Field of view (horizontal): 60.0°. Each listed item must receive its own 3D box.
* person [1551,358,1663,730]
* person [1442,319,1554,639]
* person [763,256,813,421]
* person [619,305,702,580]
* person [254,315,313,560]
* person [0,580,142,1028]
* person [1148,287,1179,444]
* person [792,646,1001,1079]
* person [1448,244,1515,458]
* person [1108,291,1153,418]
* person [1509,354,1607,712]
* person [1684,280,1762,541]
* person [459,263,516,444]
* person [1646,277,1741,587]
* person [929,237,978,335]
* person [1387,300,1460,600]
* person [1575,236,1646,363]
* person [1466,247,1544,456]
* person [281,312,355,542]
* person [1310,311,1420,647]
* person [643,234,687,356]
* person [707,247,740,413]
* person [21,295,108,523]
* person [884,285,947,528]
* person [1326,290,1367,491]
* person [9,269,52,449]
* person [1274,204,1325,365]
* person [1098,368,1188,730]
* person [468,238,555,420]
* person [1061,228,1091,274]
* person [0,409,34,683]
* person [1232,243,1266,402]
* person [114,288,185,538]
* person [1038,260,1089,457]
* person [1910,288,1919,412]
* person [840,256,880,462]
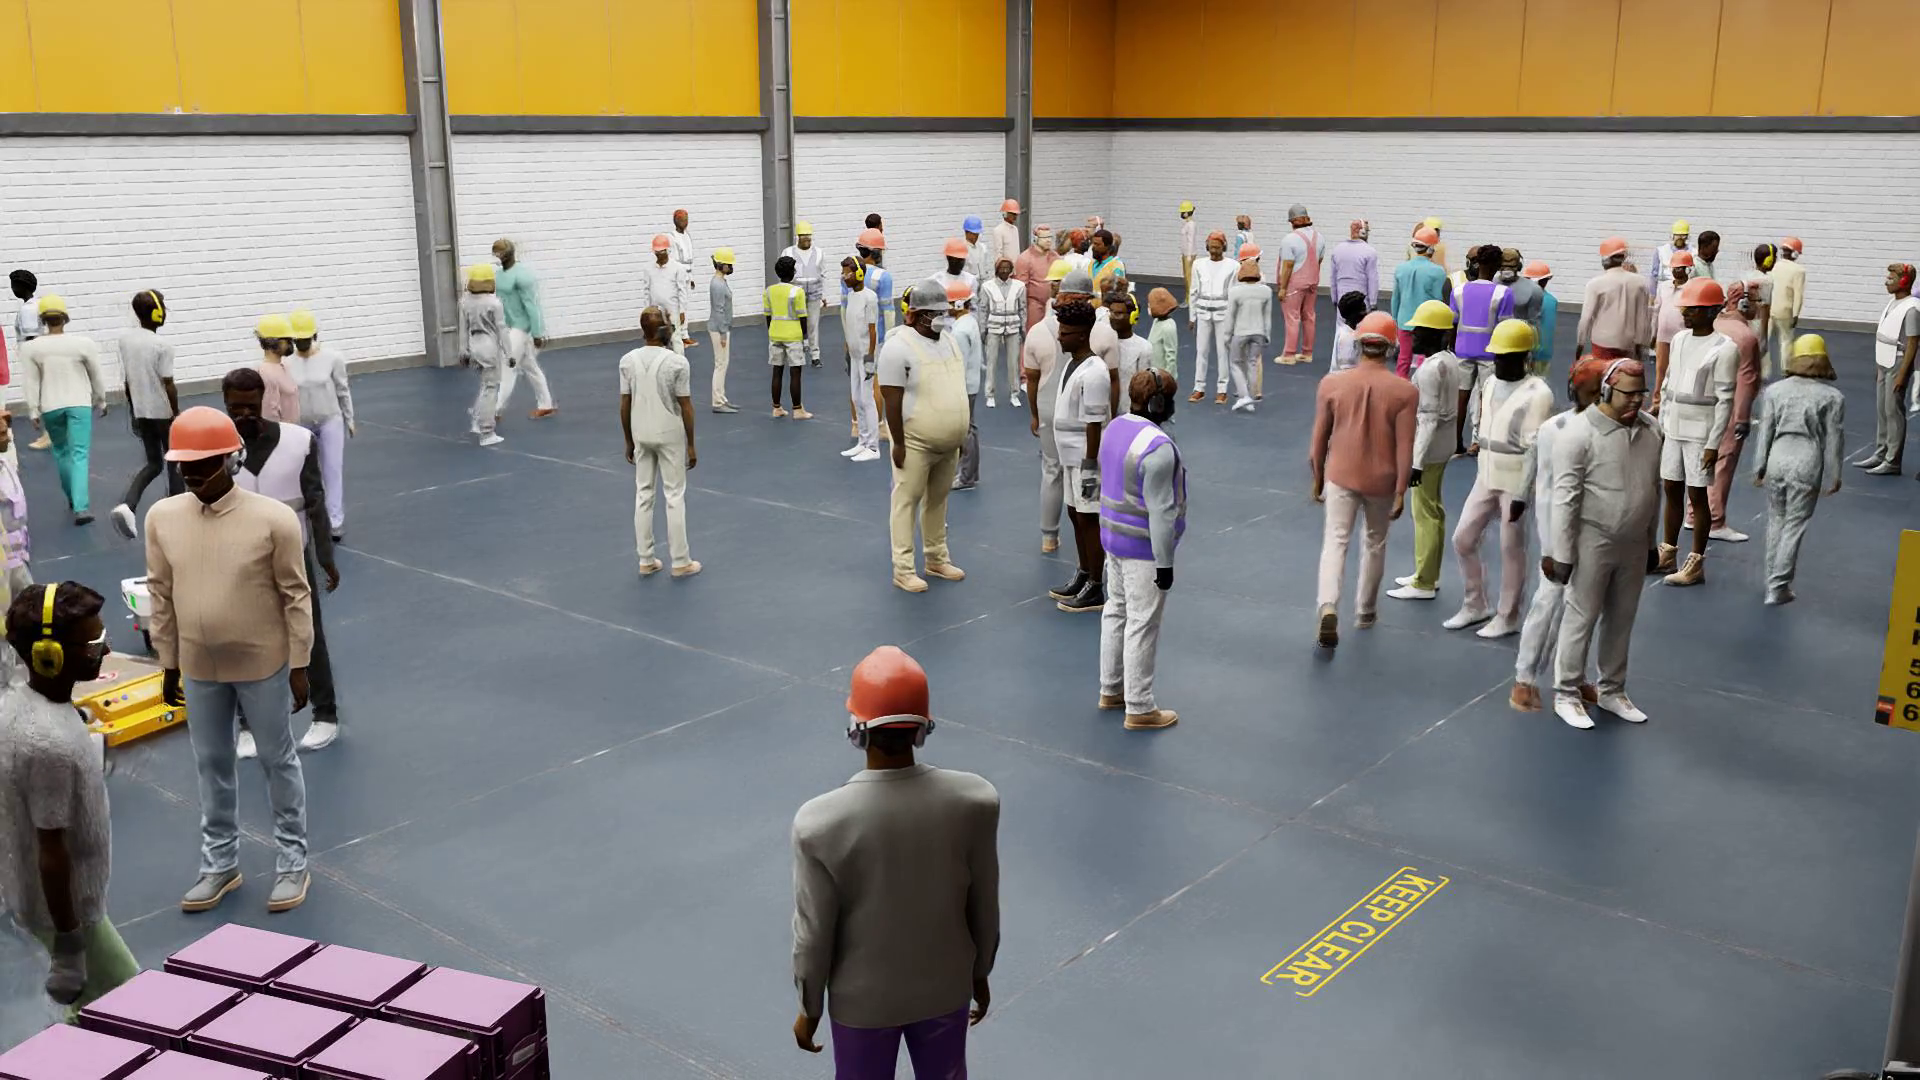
[{"bbox_3d":[3.268,0.021,8.394,0.658,1.893,0.400,-6,15,-22],"label":"person"},{"bbox_3d":[3.143,-0.337,9.781,0.552,1.913,0.600,-6,15,-22],"label":"person"},{"bbox_3d":[-1.778,-2.075,17.166,0.535,1.697,0.318,8,16,30],"label":"person"},{"bbox_3d":[-2.016,-0.648,11.163,0.508,1.842,0.332,4,15,15],"label":"person"},{"bbox_3d":[-4.639,-0.650,11.391,0.326,1.750,0.594,-3,14,-11],"label":"person"},{"bbox_3d":[-2.446,1.008,4.540,0.449,1.850,0.524,-12,19,-41],"label":"person"},{"bbox_3d":[1.752,-1.391,14.558,0.282,1.633,0.498,-2,14,-9],"label":"person"},{"bbox_3d":[-0.168,1.120,4.275,0.561,1.753,0.327,-5,15,-21],"label":"person"},{"bbox_3d":[4.727,-1.699,15.113,0.615,1.964,0.361,11,18,38],"label":"person"},{"bbox_3d":[1.140,-0.824,11.806,0.328,1.876,0.514,-11,18,-37],"label":"person"},{"bbox_3d":[3.170,-0.030,8.639,0.679,1.878,0.402,-7,16,-26],"label":"person"},{"bbox_3d":[5.671,-0.957,12.269,0.401,1.907,0.646,0,14,-1],"label":"person"},{"bbox_3d":[-4.506,-1.776,15.899,0.496,1.729,0.393,8,16,30],"label":"person"},{"bbox_3d":[4.826,-0.713,11.021,0.374,2.044,0.607,-4,15,-16],"label":"person"},{"bbox_3d":[-0.047,-2.028,16.512,0.545,1.930,0.385,-7,16,-26],"label":"person"},{"bbox_3d":[2.985,-0.570,10.686,0.379,1.927,0.598,7,16,25],"label":"person"},{"bbox_3d":[6.171,-1.901,15.897,0.641,1.970,0.585,-4,14,-14],"label":"person"},{"bbox_3d":[4.967,-1.710,15.224,0.632,1.933,0.359,6,15,23],"label":"person"},{"bbox_3d":[-4.754,-0.845,12.238,0.544,1.689,0.878,-4,15,-15],"label":"person"},{"bbox_3d":[2.349,-0.357,9.781,0.614,1.961,0.925,5,15,19],"label":"person"},{"bbox_3d":[-3.508,-2.747,19.752,0.567,1.744,0.350,5,15,18],"label":"person"},{"bbox_3d":[-2.500,-2.214,17.608,0.342,1.752,0.534,-2,14,-7],"label":"person"},{"bbox_3d":[-6.921,-1.027,12.921,0.523,1.728,0.919,-4,14,-14],"label":"person"},{"bbox_3d":[-0.338,-0.980,12.458,0.510,1.862,0.320,-7,16,-26],"label":"person"},{"bbox_3d":[3.170,-1.191,13.631,0.319,1.697,0.532,2,14,9],"label":"person"},{"bbox_3d":[-8.716,-1.708,15.717,0.319,1.691,0.540,-5,15,-18],"label":"person"},{"bbox_3d":[4.285,-3.271,21.247,0.674,2.000,0.537,-10,17,-34],"label":"person"},{"bbox_3d":[0.929,0.039,8.454,0.431,1.835,0.622,-5,15,-19],"label":"person"},{"bbox_3d":[-4.630,-2.121,16.966,1.032,1.879,0.637,-10,17,-35],"label":"person"},{"bbox_3d":[1.330,-2.533,18.612,0.356,1.885,0.572,-9,17,-33],"label":"person"},{"bbox_3d":[-4.915,0.128,8.505,0.317,1.624,0.532,-3,14,-11],"label":"person"},{"bbox_3d":[3.189,-2.401,18.365,0.348,1.742,0.573,0,14,0],"label":"person"},{"bbox_3d":[-5.900,-0.891,12.110,0.524,1.856,0.613,5,15,18],"label":"person"},{"bbox_3d":[0.943,-1.623,15.107,0.403,1.823,0.607,-9,17,-31],"label":"person"},{"bbox_3d":[10.257,-2.125,17.490,0.551,1.615,0.618,8,16,29],"label":"person"},{"bbox_3d":[-0.919,-1.650,15.155,0.350,1.856,0.525,-8,16,-30],"label":"person"}]
